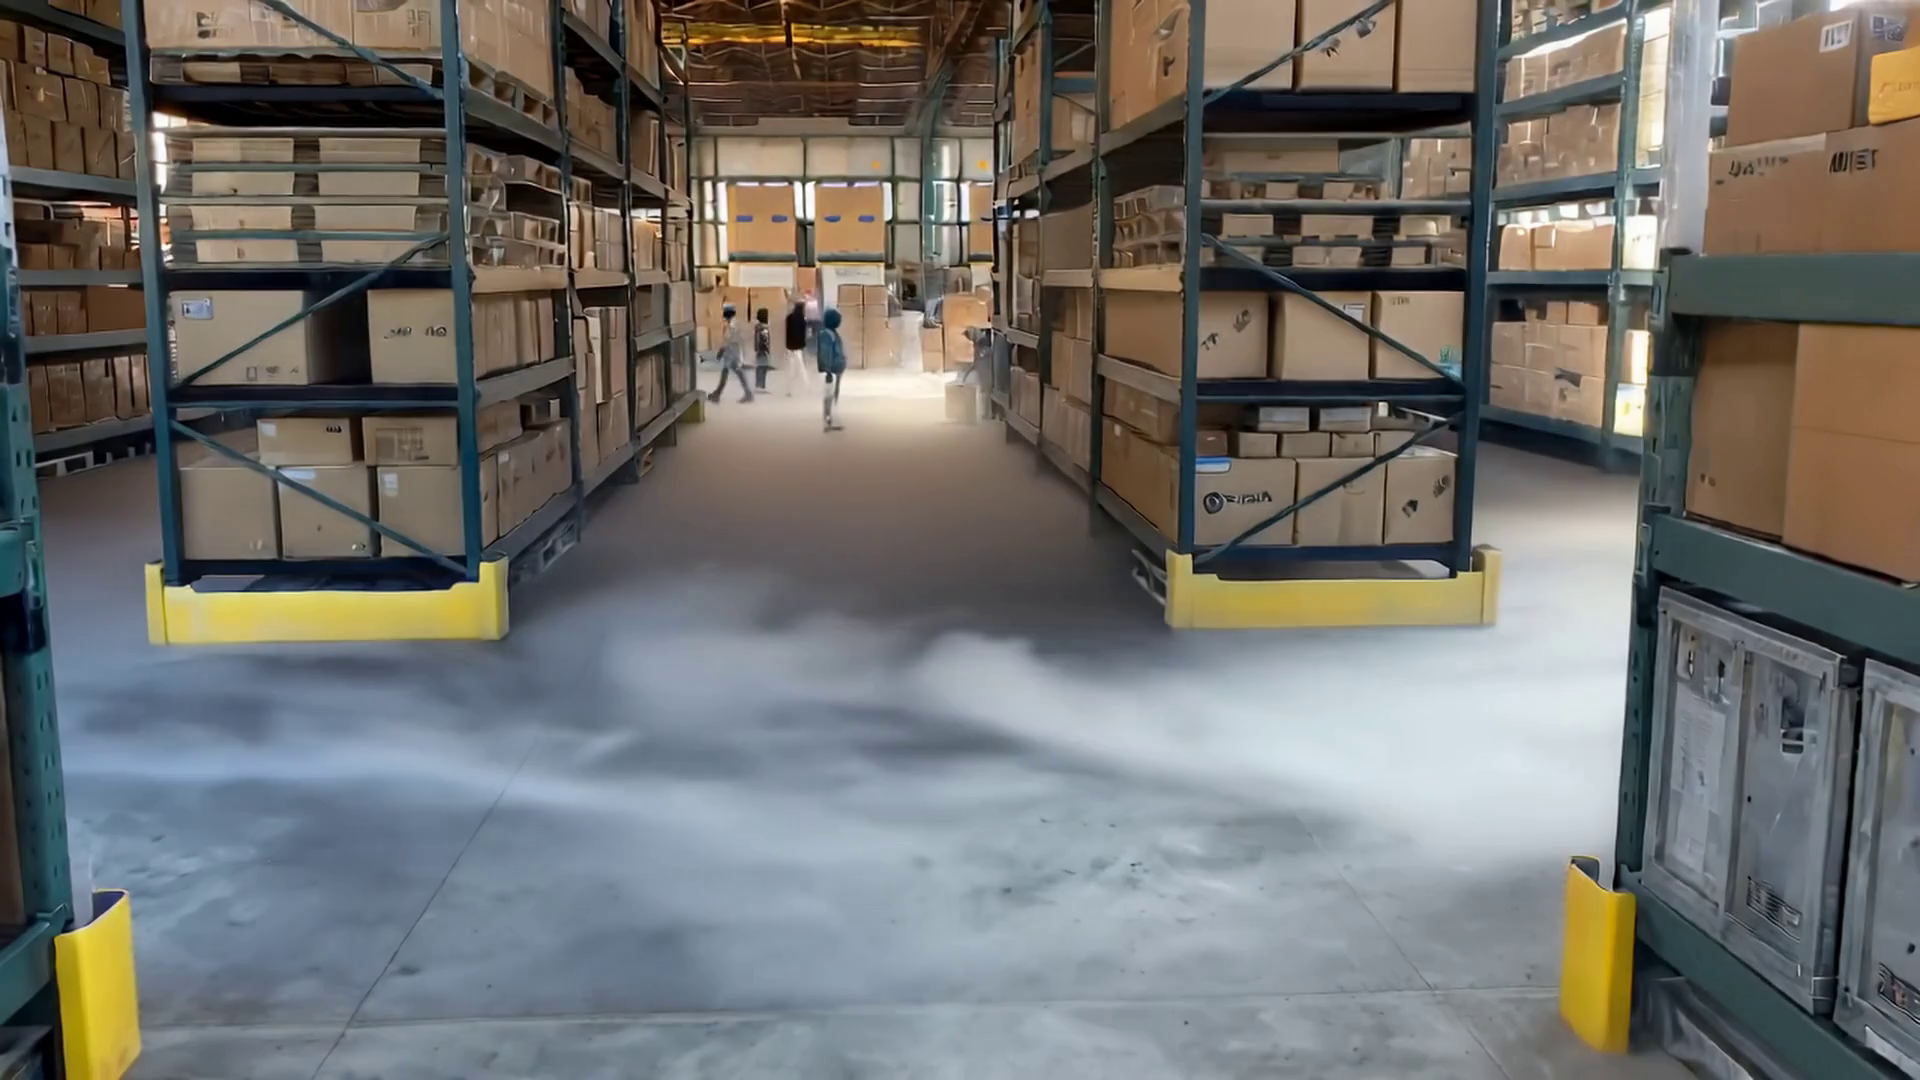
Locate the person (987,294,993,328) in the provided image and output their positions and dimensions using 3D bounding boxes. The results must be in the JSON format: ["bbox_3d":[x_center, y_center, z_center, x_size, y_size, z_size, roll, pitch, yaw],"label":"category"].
[{"bbox_3d":[0.950,-5.536,43.536,0.638,1.938,0.356,0,9,1],"label":"person"}]

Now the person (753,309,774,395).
[{"bbox_3d":[-3.886,-3.700,32.777,0.321,1.692,0.530,-5,10,-30],"label":"person"}]

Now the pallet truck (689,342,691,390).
[{"bbox_3d":[-5.225,-3.008,27.480,1.885,1.965,0.823,2,9,14],"label":"pallet truck"}]

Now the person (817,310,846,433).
[{"bbox_3d":[-1.920,-2.524,24.932,0.429,1.844,0.626,1,9,7],"label":"person"}]

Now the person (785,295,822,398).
[{"bbox_3d":[-3.026,-3.672,31.752,0.891,1.958,0.634,6,11,35],"label":"person"}]

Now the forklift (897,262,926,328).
[{"bbox_3d":[-1.780,-8.547,59.499,1.129,2.768,1.873,-1,9,-4],"label":"forklift"}]

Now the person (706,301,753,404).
[{"bbox_3d":[-4.263,-3.432,30.527,0.982,1.869,0.580,-3,9,-16],"label":"person"}]

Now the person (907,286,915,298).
[{"bbox_3d":[-2.016,-9.146,66.296,0.619,1.910,0.609,1,9,7],"label":"person"}]

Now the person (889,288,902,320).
[{"bbox_3d":[-2.318,-7.830,57.980,0.636,1.931,0.377,3,10,19],"label":"person"}]
